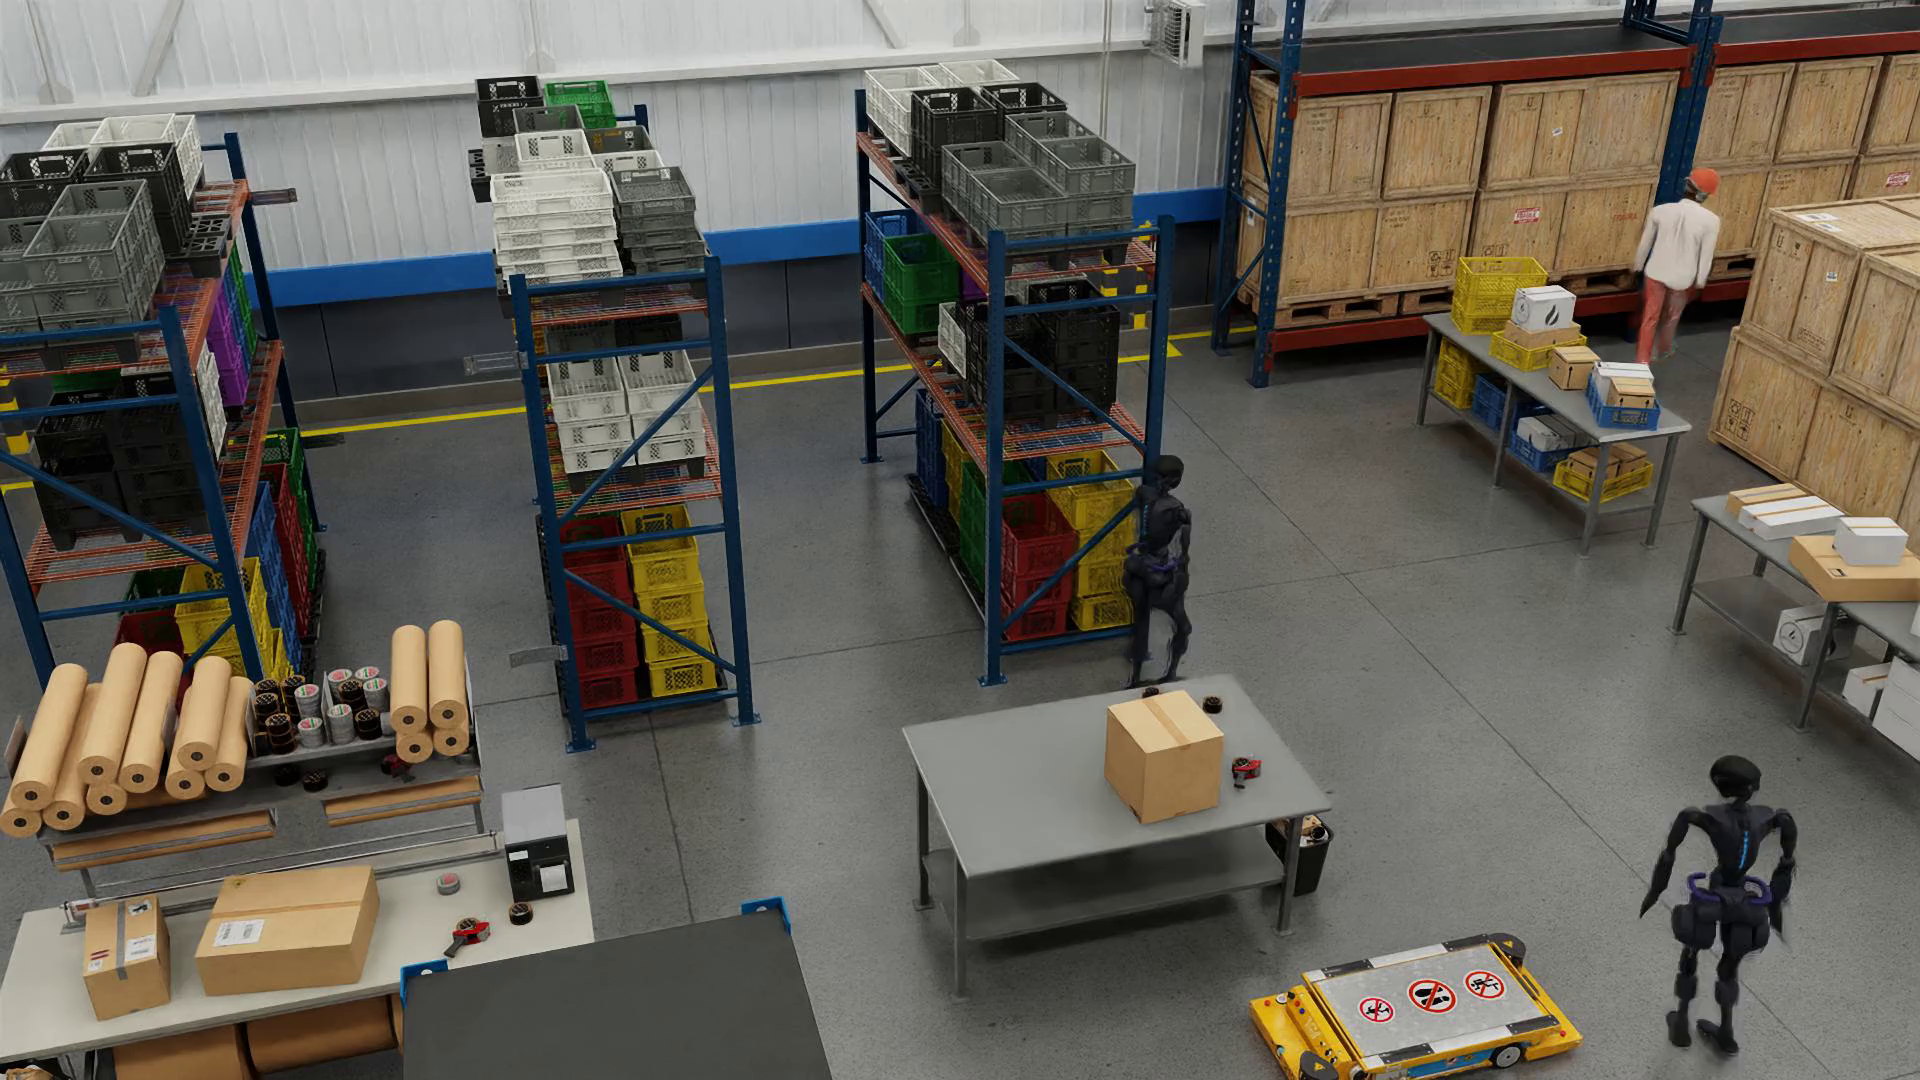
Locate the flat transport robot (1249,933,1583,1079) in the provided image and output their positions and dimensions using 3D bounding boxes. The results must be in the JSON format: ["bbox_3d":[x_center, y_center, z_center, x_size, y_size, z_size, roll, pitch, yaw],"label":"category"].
[{"bbox_3d":[2.184,2.282,7.980,1.431,0.197,0.652,-8,30,-14],"label":"flat transport robot"}]

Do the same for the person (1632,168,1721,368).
[{"bbox_3d":[6.303,-2.359,14.744,0.648,1.914,1.037,16,33,27],"label":"person"}]

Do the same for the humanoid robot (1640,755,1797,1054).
[{"bbox_3d":[3.501,1.679,7.662,0.608,1.634,0.394,5,29,9],"label":"humanoid robot"}]

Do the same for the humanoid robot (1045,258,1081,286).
[{"bbox_3d":[0.768,-1.907,14.172,0.569,1.653,0.332,3,29,6],"label":"humanoid robot"}]

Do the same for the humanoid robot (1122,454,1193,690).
[{"bbox_3d":[1.270,0.209,10.328,0.575,1.645,0.546,-23,36,-36],"label":"humanoid robot"}]
